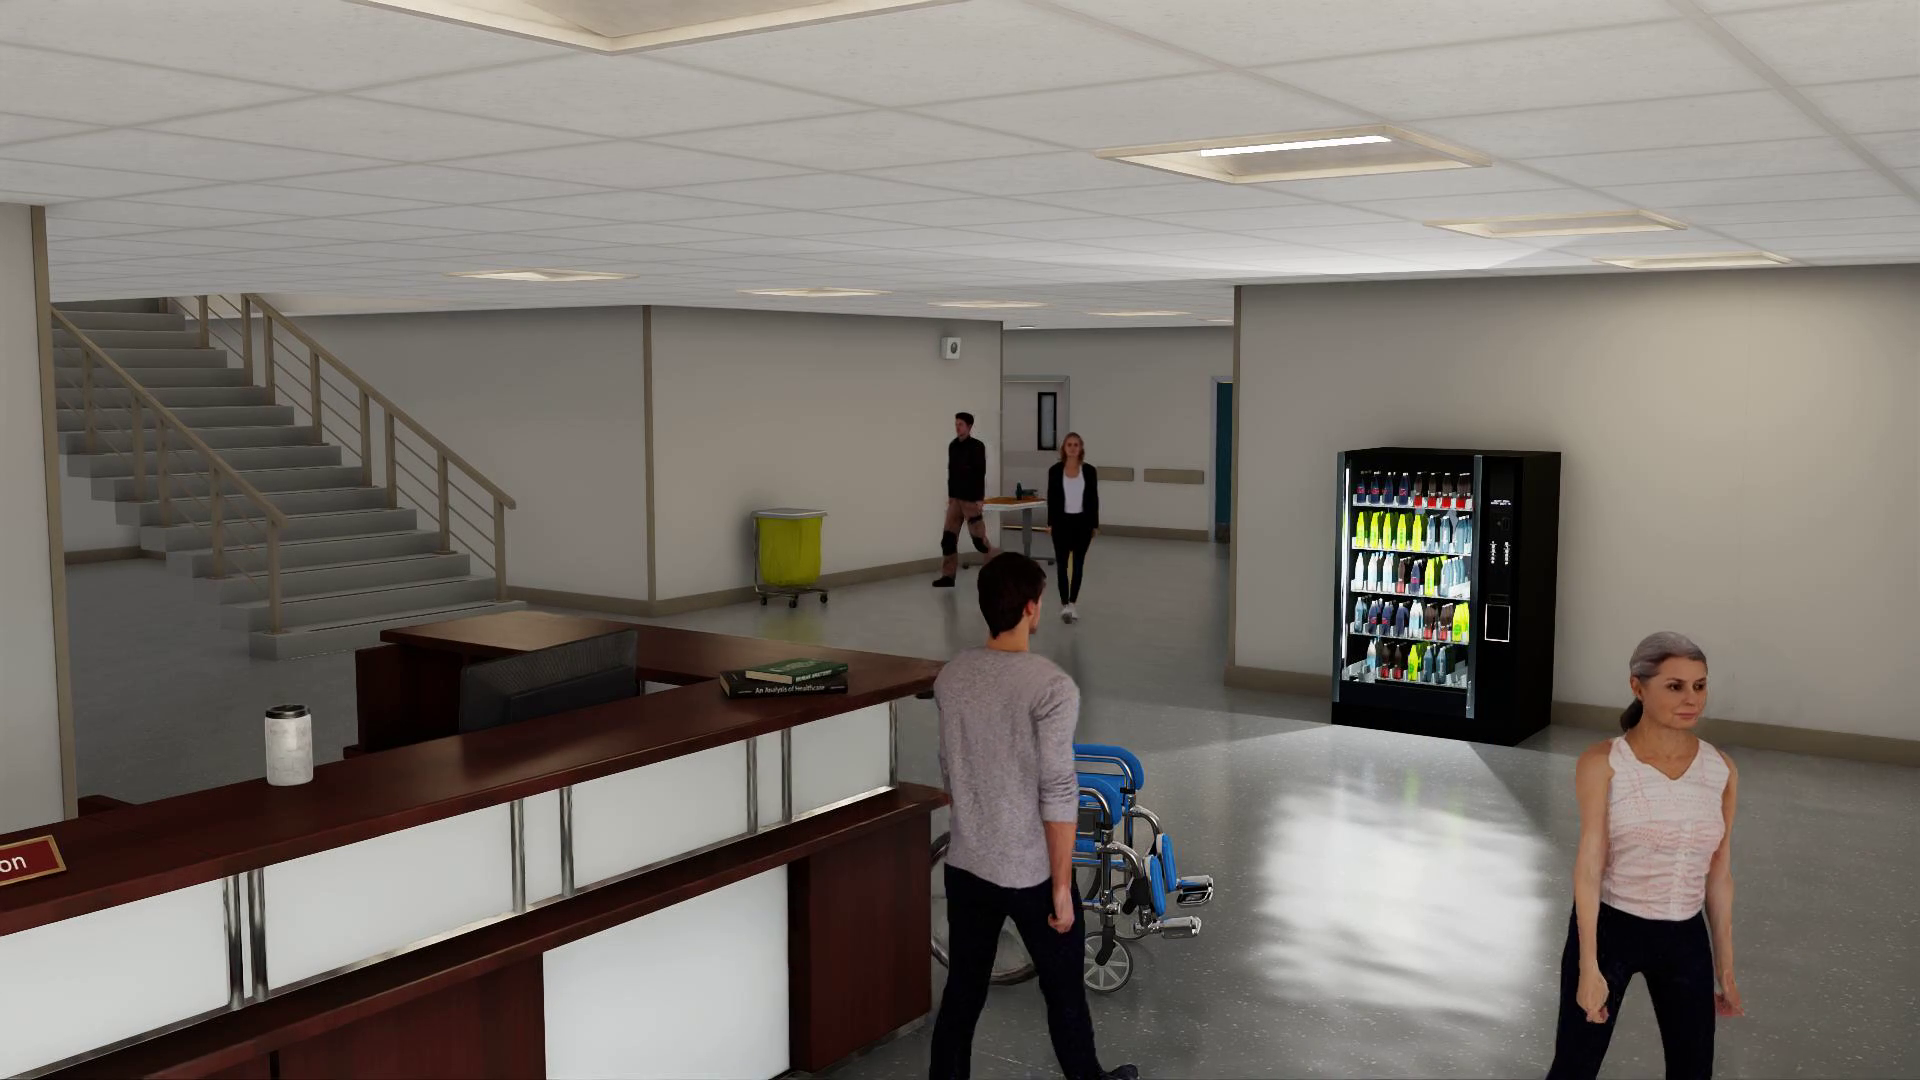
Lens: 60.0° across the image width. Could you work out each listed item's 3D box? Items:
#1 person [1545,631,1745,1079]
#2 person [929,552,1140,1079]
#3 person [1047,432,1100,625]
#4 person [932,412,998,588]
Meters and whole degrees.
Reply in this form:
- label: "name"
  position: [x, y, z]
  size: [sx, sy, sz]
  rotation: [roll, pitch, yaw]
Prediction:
- label: "person"
  position: [1.793, 1.072, 4.322]
  size: [0.800, 1.696, 0.864]
  rotation: [-1, 6, -9]
- label: "person"
  position: [0.073, 0.971, 4.757]
  size: [0.970, 1.810, 0.761]
  rotation: [4, 7, 37]
- label: "person"
  position: [1.047, -0.095, 15.571]
  size: [1.096, 1.767, 1.079]
  rotation: [0, 6, -2]
- label: "person"
  position: [0.130, -0.420, 18.188]
  size: [1.159, 1.888, 0.811]
  rotation: [4, 7, 38]
